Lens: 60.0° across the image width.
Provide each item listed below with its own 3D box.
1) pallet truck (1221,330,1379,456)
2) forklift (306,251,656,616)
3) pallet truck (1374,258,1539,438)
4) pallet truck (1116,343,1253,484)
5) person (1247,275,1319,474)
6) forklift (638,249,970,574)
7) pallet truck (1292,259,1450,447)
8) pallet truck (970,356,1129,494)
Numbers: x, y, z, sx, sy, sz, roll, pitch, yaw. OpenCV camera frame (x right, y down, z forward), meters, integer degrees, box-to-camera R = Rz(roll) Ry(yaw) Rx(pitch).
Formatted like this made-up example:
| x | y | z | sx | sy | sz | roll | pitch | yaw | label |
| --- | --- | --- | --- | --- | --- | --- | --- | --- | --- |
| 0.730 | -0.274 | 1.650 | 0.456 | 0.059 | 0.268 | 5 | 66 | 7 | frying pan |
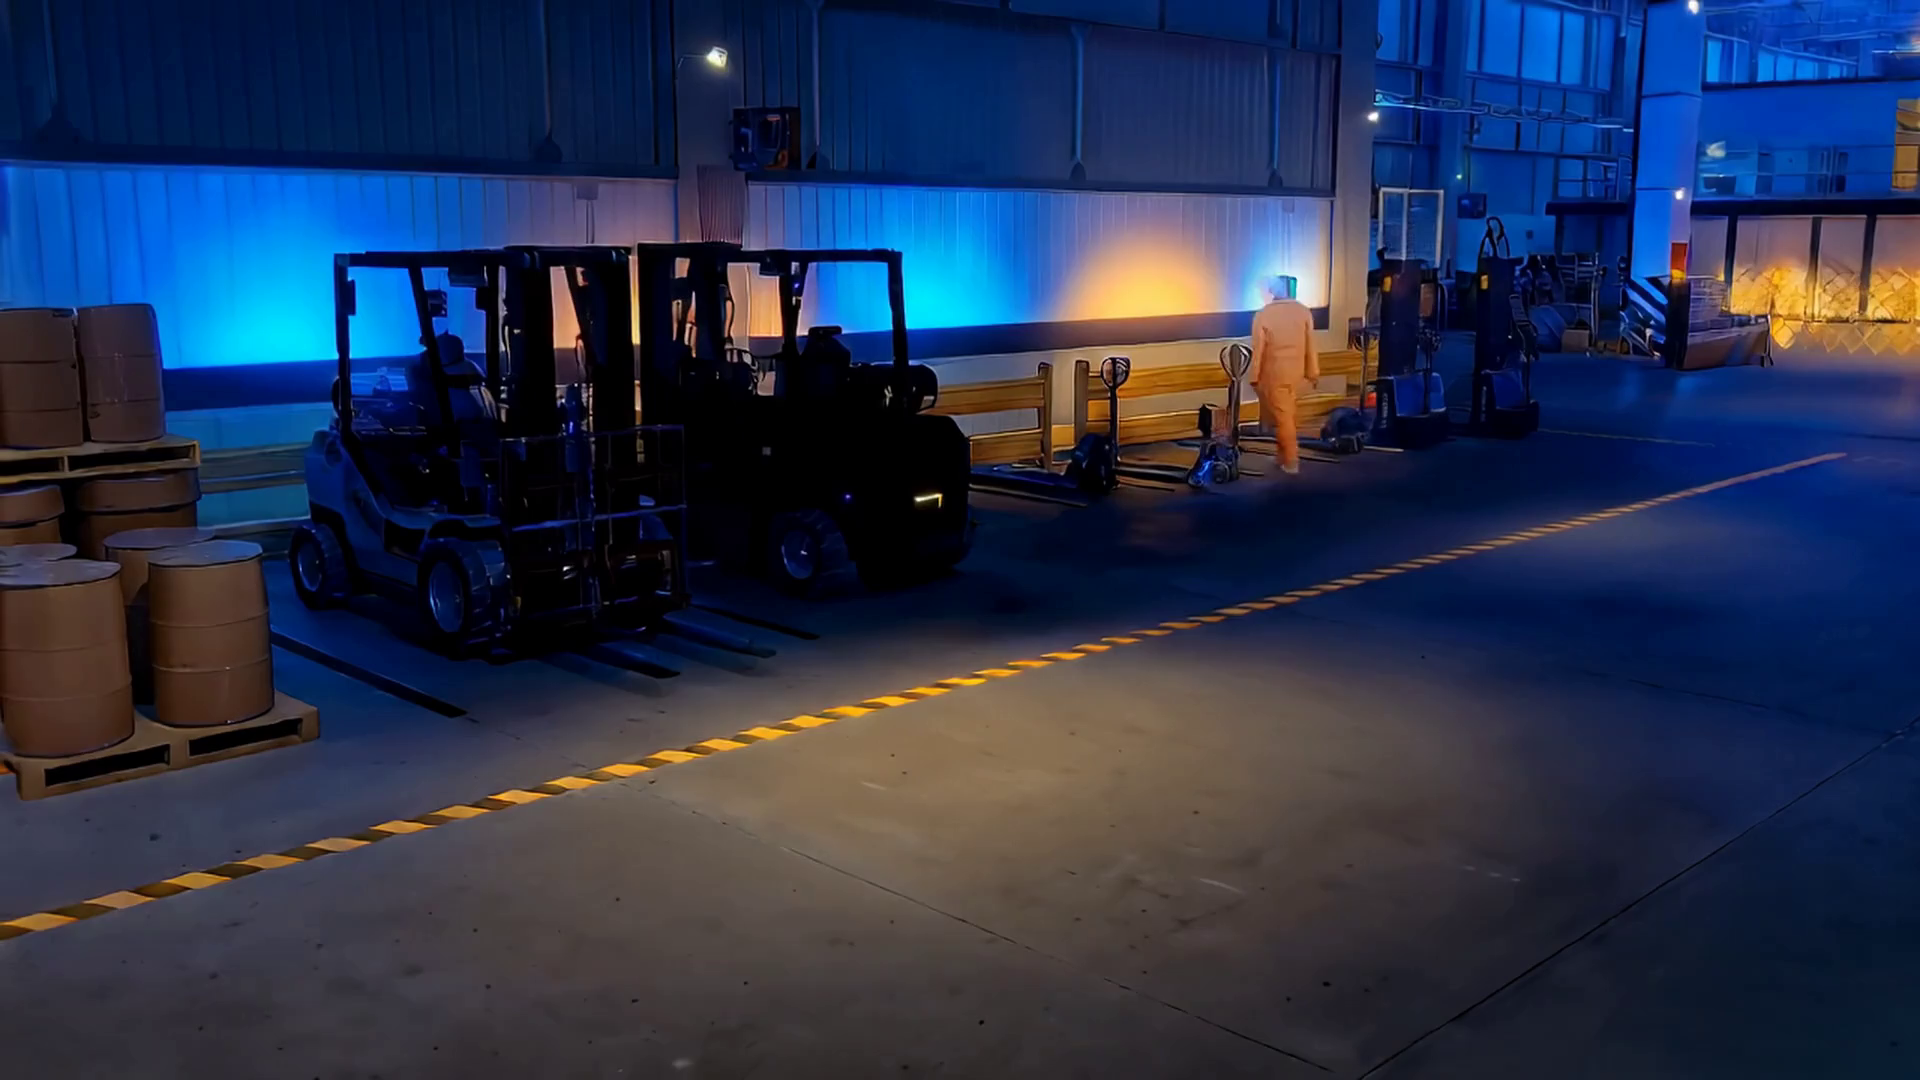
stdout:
| x | y | z | sx | sy | sz | roll | pitch | yaw | label |
| --- | --- | --- | --- | --- | --- | --- | --- | --- | --- |
| 3.563 | -1.581 | 17.381 | 0.653 | 1.274 | 1.630 | -10 | 14 | -44 | pallet truck |
| -2.833 | -0.669 | 9.694 | 1.157 | 1.987 | 2.680 | -10 | 14 | -44 | forklift |
| 5.704 | -2.208 | 18.901 | 1.885 | 1.965 | 0.823 | 10 | 14 | 43 | pallet truck |
| 1.962 | -1.215 | 15.415 | 1.522 | 1.261 | 0.704 | 10 | 14 | 43 | pallet truck |
| 3.001 | -1.577 | 15.852 | 0.708 | 1.861 | 0.885 | -5 | 11 | -25 | person |
| -1.173 | -0.958 | 11.239 | 2.680 | 1.987 | 1.157 | 10 | 14 | 43 | forklift |
| 4.493 | -2.078 | 18.196 | 0.823 | 1.965 | 1.885 | -9 | 14 | -40 | pallet truck |
| 0.784 | -1.085 | 14.876 | 0.680 | 1.201 | 1.601 | -10 | 14 | -44 | pallet truck |
